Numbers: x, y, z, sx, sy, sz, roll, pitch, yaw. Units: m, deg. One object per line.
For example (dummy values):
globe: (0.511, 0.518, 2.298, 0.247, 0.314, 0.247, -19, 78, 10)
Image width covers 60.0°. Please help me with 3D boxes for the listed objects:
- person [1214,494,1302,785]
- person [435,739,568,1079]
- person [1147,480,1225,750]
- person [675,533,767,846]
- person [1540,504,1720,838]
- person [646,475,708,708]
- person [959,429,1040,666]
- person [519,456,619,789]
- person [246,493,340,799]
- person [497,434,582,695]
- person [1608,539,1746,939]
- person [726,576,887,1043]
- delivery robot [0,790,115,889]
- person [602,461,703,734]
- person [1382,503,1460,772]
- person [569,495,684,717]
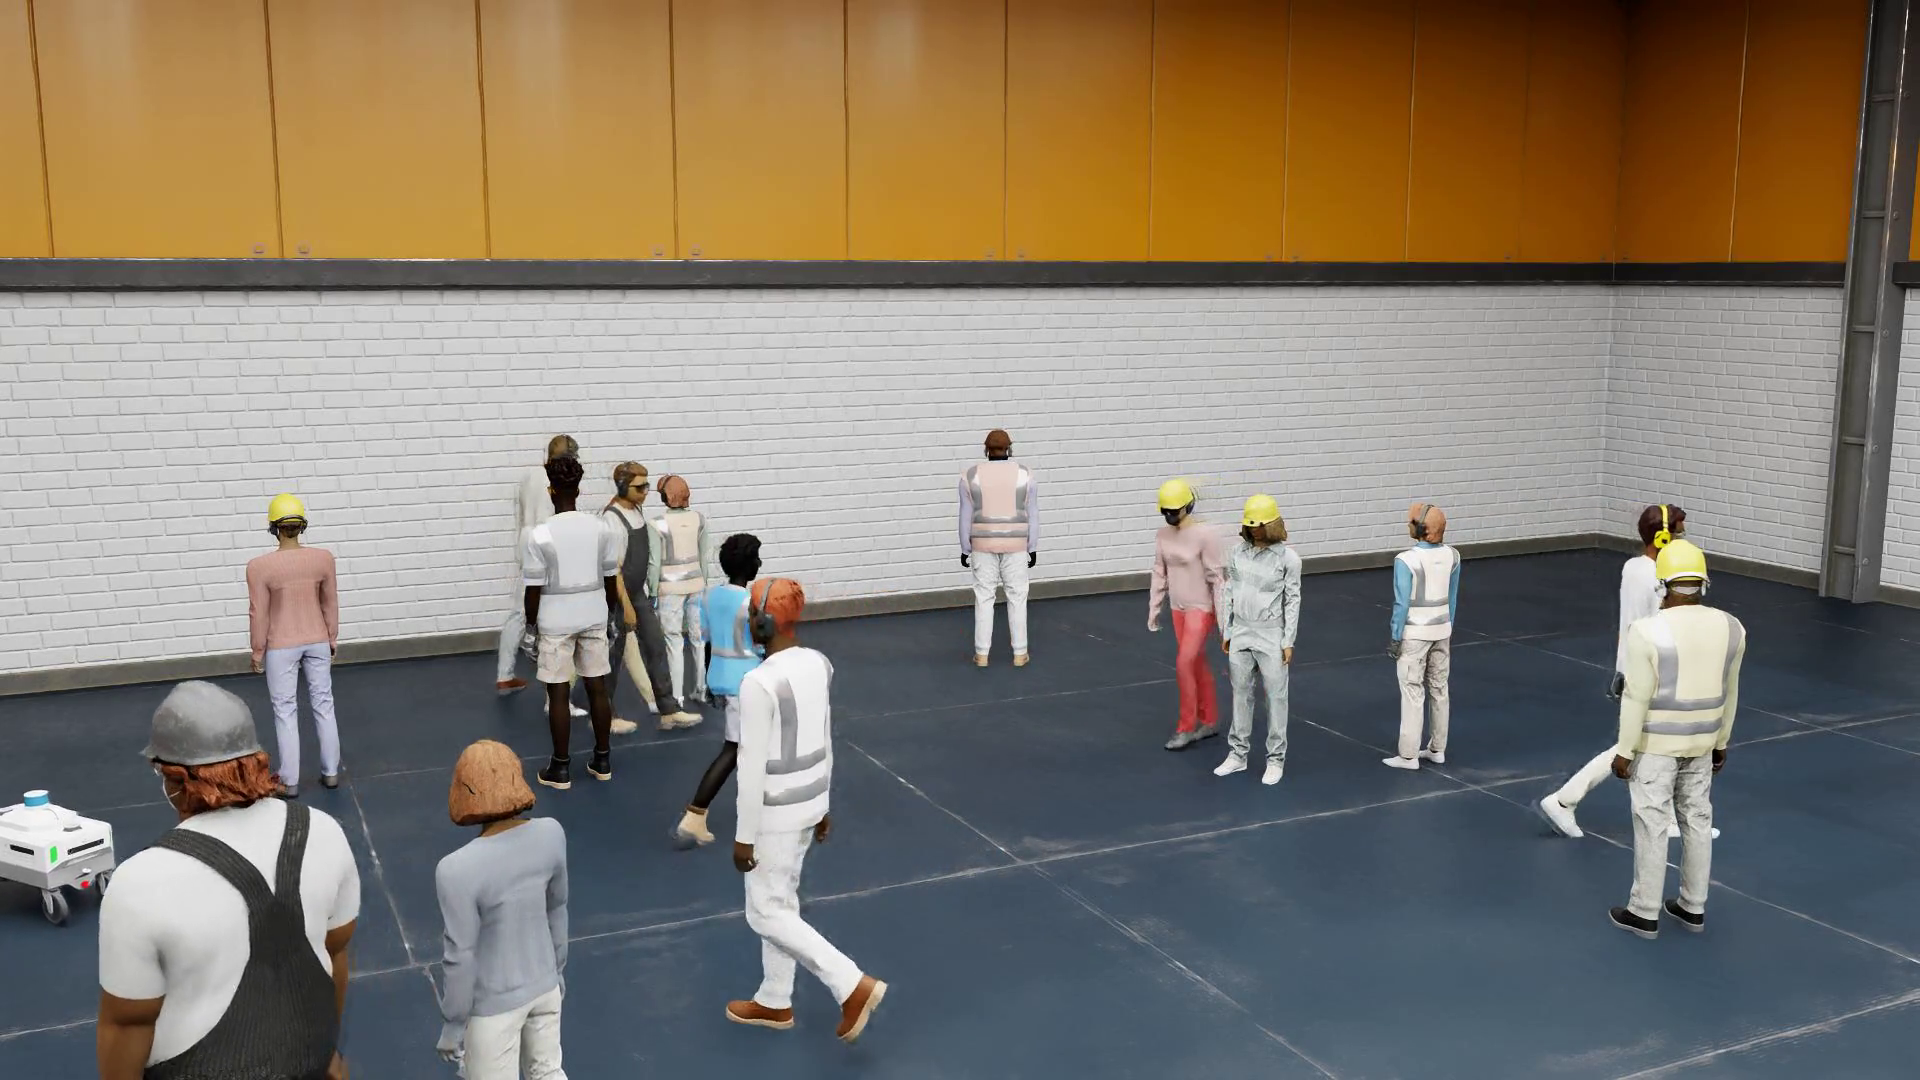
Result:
person: (1.770, 0.584, 9.893, 0.484, 1.736, 0.310, 7, 12, 37)
person: (-1.390, 1.409, 5.086, 0.283, 1.631, 0.503, 5, 11, 30)
person: (1.422, 0.469, 10.616, 0.673, 1.715, 0.545, -6, 11, -34)
person: (-1.206, 0.784, 8.893, 0.861, 1.657, 0.539, -8, 12, -42)
person: (3.589, 0.712, 8.815, 0.910, 1.835, 0.525, 1, 9, 5)
person: (-1.956, 0.364, 11.546, 0.315, 1.641, 0.514, 9, 13, 44)
person: (0.300, 0.065, 12.806, 0.621, 1.838, 0.429, 0, 9, 1)
person: (-2.297, 0.482, 9.807, 0.605, 1.966, 0.367, -7, 11, -37)
person: (-3.854, 0.610, 9.636, 0.312, 1.768, 0.530, 9, 13, 43)
person: (-2.943, 0.169, 12.131, 0.639, 1.845, 1.085, 7, 11, 35)
person: (3.245, 0.906, 7.596, 0.602, 1.828, 0.404, -2, 9, -15)
person: (-0.620, 1.069, 6.476, 0.685, 1.869, 0.574, 4, 10, 23)
delivery robot: (-4.389, 1.439, 7.937, 0.707, 0.478, 0.477, 5, 10, 28)
person: (-2.054, 0.395, 10.824, 0.838, 1.811, 0.530, 2, 9, 13)
person: (2.820, 0.590, 10.135, 0.523, 1.645, 0.306, -5, 11, -30)
person: (-2.368, 0.446, 11.281, 0.926, 1.562, 0.507, -1, 9, -6)
